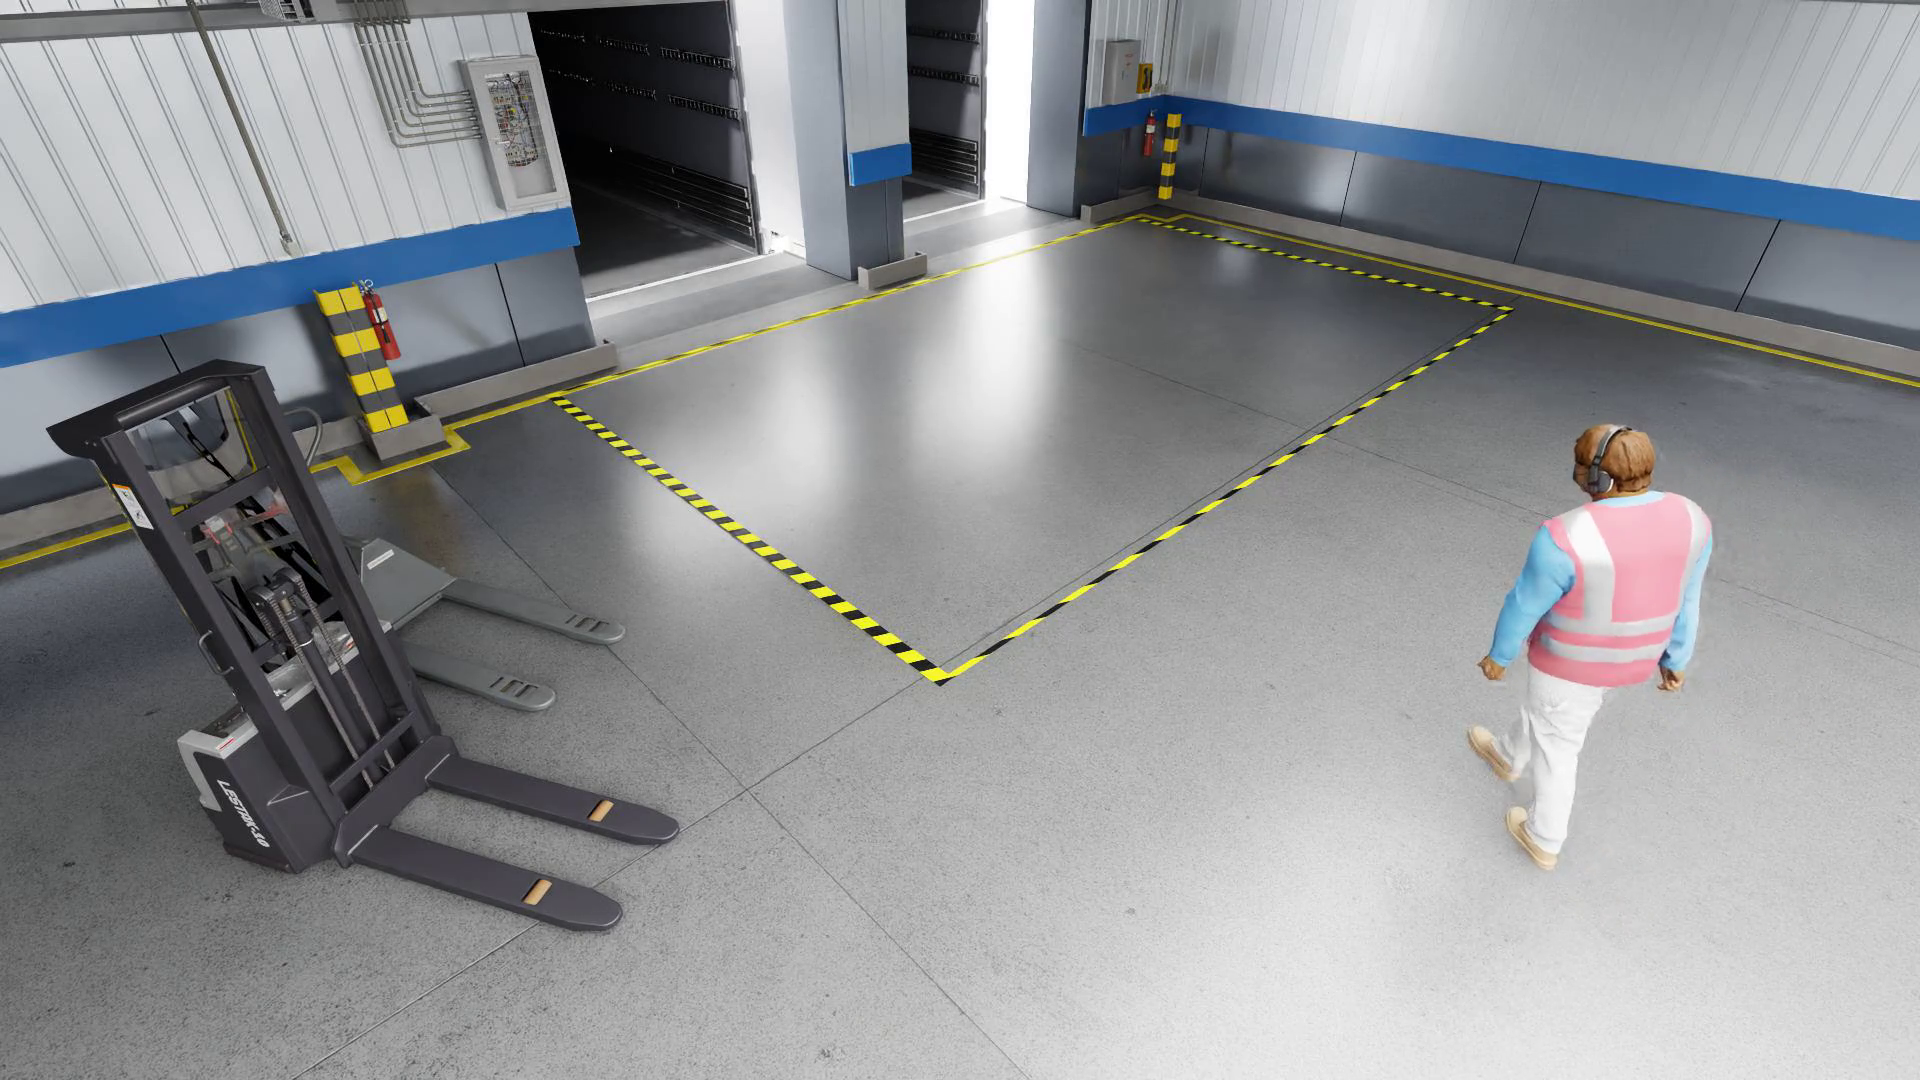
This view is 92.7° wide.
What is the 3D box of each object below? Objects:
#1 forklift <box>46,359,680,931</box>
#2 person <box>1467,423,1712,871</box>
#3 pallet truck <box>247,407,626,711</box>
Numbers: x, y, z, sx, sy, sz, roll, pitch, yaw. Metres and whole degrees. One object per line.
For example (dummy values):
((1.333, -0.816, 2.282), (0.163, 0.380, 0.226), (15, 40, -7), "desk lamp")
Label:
((-2.135, 0.422, 3.354), (1.885, 1.965, 0.823), (10, 35, 14), "forklift")
((2.366, 0.422, 3.545), (0.654, 1.785, 0.727), (-7, 35, -10), "person")
((-2.628, 0.038, 4.590), (1.601, 1.201, 0.680), (12, 36, 18), "pallet truck")
